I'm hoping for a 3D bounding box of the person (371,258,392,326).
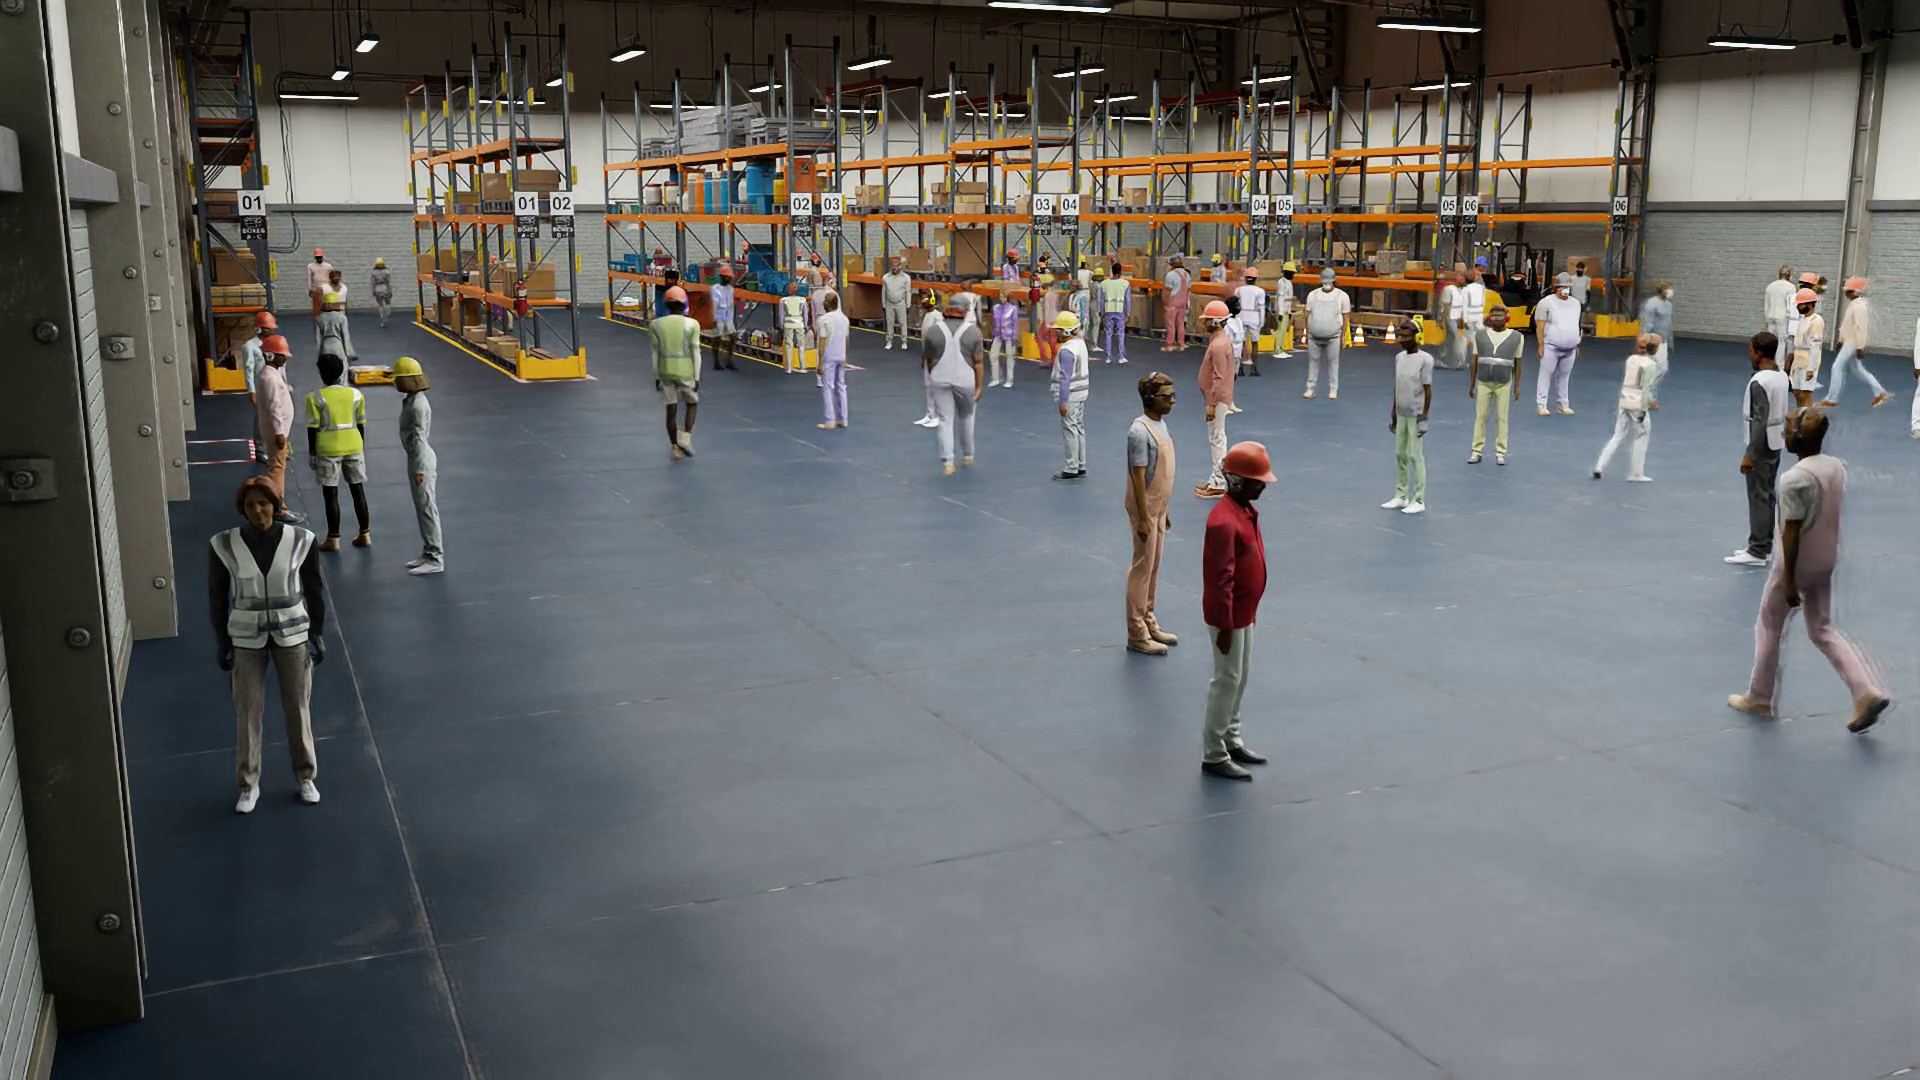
[{"bbox_3d":[-14.804,-6.352,42.595,0.503,1.725,0.411,-1,11,-7],"label":"person"}]

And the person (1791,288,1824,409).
[{"bbox_3d":[10.740,-2.234,21.196,0.388,1.924,0.549,1,11,5],"label":"person"}]

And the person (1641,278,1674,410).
[{"bbox_3d":[10.241,-2.844,24.278,0.660,1.921,0.544,-11,15,-43],"label":"person"}]

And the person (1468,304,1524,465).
[{"bbox_3d":[6.145,-1.785,19.095,0.563,1.847,0.388,5,12,25],"label":"person"}]

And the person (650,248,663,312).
[{"bbox_3d":[-8.627,-7.425,47.656,0.573,1.887,0.355,-4,12,-21],"label":"person"}]

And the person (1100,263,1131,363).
[{"bbox_3d":[2.990,-4.373,32.069,0.590,1.918,0.386,4,12,17],"label":"person"}]

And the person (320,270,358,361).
[{"bbox_3d":[-12.193,-4.368,32.437,0.998,1.796,0.588,10,15,41],"label":"person"}]

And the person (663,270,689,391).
[{"bbox_3d":[-4.631,-3.393,26.962,0.362,1.965,0.611,-10,15,-40],"label":"person"}]

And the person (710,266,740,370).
[{"bbox_3d":[-4.301,-4.040,30.423,0.609,1.904,0.713,-10,15,-42],"label":"person"}]

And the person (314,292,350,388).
[{"bbox_3d":[-9.060,-2.711,24.064,0.487,1.744,0.314,0,11,0],"label":"person"}]

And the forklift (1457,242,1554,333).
[{"bbox_3d":[13.047,-6.049,39.881,2.313,2.155,1.214,-5,12,-23],"label":"forklift"}]

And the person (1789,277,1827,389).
[{"bbox_3d":[14.023,-3.400,27.330,0.556,1.832,0.809,-9,14,-39],"label":"person"}]

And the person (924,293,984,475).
[{"bbox_3d":[-0.045,-1.785,18.604,0.679,2.000,0.992,1,11,6],"label":"person"}]

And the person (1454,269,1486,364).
[{"bbox_3d":[9.674,-4.173,31.273,0.603,1.838,0.989,-3,12,-17],"label":"person"}]

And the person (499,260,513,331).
[{"bbox_3d":[-11.098,-5.964,40.543,0.310,1.768,0.533,-4,12,-21],"label":"person"}]

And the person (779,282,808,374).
[{"bbox_3d":[-2.976,-3.790,29.813,0.514,1.641,0.311,-1,11,-6],"label":"person"}]

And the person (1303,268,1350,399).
[{"bbox_3d":[5.680,-3.217,25.878,0.677,2.000,0.536,5,12,23],"label":"person"}]

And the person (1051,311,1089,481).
[{"bbox_3d":[1.180,-1.554,17.987,0.404,1.826,0.592,4,12,20],"label":"person"}]

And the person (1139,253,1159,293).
[{"bbox_3d":[4.883,-6.492,42.961,0.512,1.872,0.330,3,12,15],"label":"person"}]

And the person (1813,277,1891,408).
[{"bbox_3d":[13.241,-2.898,24.500,0.967,1.957,0.623,5,12,24],"label":"person"}]

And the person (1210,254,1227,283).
[{"bbox_3d":[6.692,-6.511,43.192,0.405,1.824,0.592,-5,12,-23],"label":"person"}]

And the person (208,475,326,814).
[{"bbox_3d":[-3.331,0.494,8.041,0.514,1.641,0.315,-5,12,-22],"label":"person"}]

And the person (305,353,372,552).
[{"bbox_3d":[-5.325,-0.750,14.243,0.322,1.691,0.534,10,15,42],"label":"person"}]

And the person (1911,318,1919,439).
[{"bbox_3d":[12.477,-2.228,21.261,0.576,1.882,0.355,-1,11,-4],"label":"person"}]

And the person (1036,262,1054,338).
[{"bbox_3d":[1.907,-5.543,38.451,0.560,1.744,0.338,-4,12,-18],"label":"person"}]

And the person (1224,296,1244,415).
[{"bbox_3d":[3.889,-2.644,23.837,0.315,1.700,0.541,8,14,34],"label":"person"}]

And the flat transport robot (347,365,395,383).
[{"bbox_3d":[-10.144,-2.861,28.581,0.652,0.197,1.431,-5,12,-25],"label":"flat transport robot"}]

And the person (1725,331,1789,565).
[{"bbox_3d":[6.580,-0.745,13.634,0.396,1.917,0.590,9,15,40],"label":"person"}]

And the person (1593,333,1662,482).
[{"bbox_3d":[7.158,-1.416,17.828,0.584,1.609,0.530,-2,11,-10],"label":"person"}]

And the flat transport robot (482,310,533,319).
[{"bbox_3d":[-12.301,-6.151,45.305,0.652,0.197,1.431,9,14,37],"label":"flat transport robot"}]

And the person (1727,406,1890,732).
[{"bbox_3d":[4.775,0.168,9.263,0.511,1.819,0.829,-5,12,-24],"label":"person"}]

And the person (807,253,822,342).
[{"bbox_3d":[-3.237,-5.433,37.283,0.391,1.986,0.609,-5,12,-22],"label":"person"}]

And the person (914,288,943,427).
[{"bbox_3d":[-0.405,-2.464,22.491,0.328,1.872,0.514,-5,12,-24],"label":"person"}]

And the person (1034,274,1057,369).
[{"bbox_3d":[1.580,-4.019,30.686,0.520,1.750,0.538,5,12,25],"label":"person"}]

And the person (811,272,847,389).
[{"bbox_3d":[-2.152,-3.447,27.407,0.636,1.902,0.406,11,15,43],"label":"person"}]

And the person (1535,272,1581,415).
[{"bbox_3d":[8.578,-2.798,23.748,0.683,2.000,0.537,-3,11,-14],"label":"person"}]
